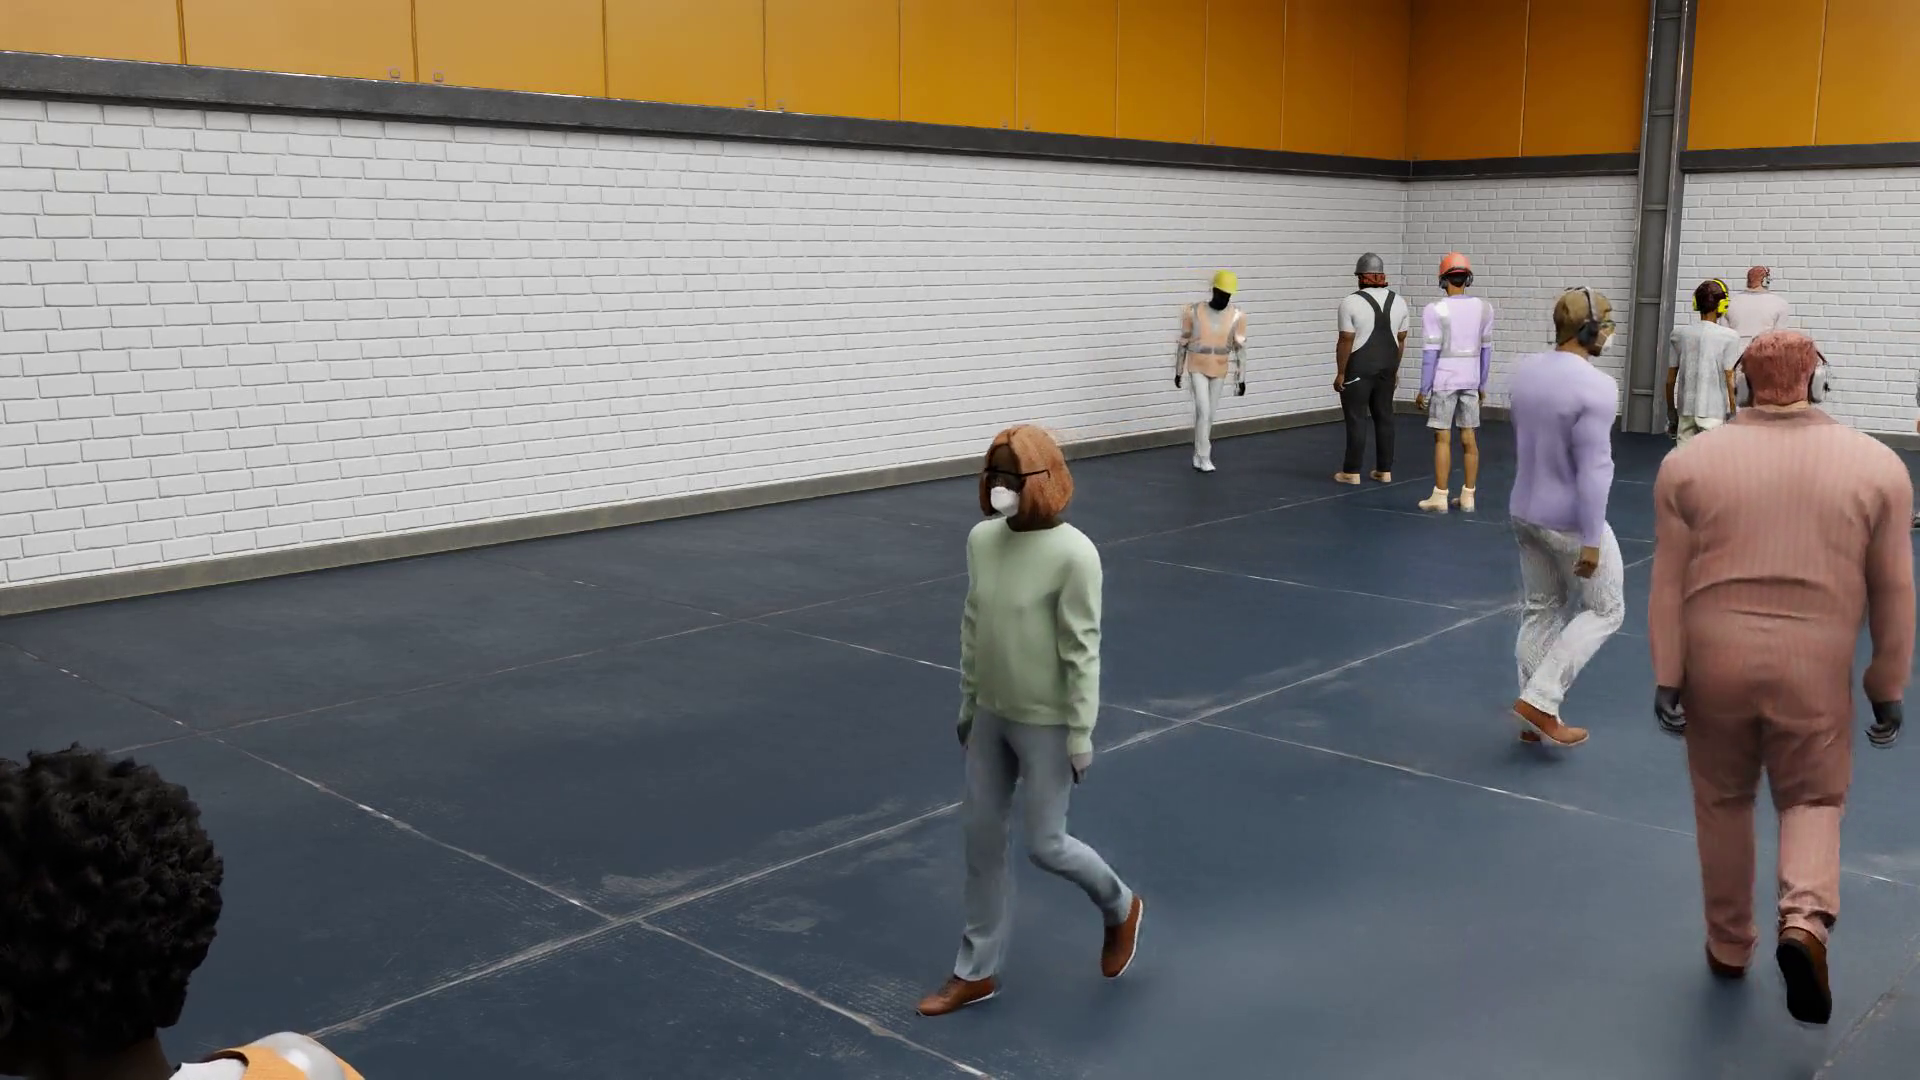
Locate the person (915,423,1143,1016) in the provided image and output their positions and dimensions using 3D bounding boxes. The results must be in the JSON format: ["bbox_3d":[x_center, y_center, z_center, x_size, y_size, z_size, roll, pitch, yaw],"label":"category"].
[{"bbox_3d":[0.193,0.483,4.536,0.643,1.619,0.517,-8,13,-39],"label":"person"}]

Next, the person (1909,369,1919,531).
[{"bbox_3d":[7.100,-0.929,11.972,0.404,1.828,0.602,-1,10,-3],"label":"person"}]

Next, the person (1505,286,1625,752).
[{"bbox_3d":[2.475,-0.065,6.802,0.425,1.926,0.628,-3,10,-16],"label":"person"}]

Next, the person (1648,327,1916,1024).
[{"bbox_3d":[2.192,0.367,4.497,0.660,1.872,0.703,4,11,23],"label":"person"}]

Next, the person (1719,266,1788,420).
[{"bbox_3d":[7.819,-1.746,16.425,0.642,1.902,0.399,8,13,38],"label":"person"}]

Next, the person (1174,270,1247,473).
[{"bbox_3d":[2.334,-1.555,15.428,0.603,1.859,0.811,-1,10,-7],"label":"person"}]

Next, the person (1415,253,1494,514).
[{"bbox_3d":[3.858,-1.222,13.058,0.605,2.036,0.393,-3,10,-16],"label":"person"}]

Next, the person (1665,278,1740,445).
[{"bbox_3d":[5.028,-0.827,11.261,0.328,1.876,0.515,-8,13,-39],"label":"person"}]

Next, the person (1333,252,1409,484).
[{"bbox_3d":[3.578,-1.519,14.728,0.684,2.000,0.536,-4,11,-19],"label":"person"}]

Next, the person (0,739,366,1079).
[{"bbox_3d":[-0.660,0.998,1.406,0.321,1.690,0.529,3,10,15],"label":"person"}]
